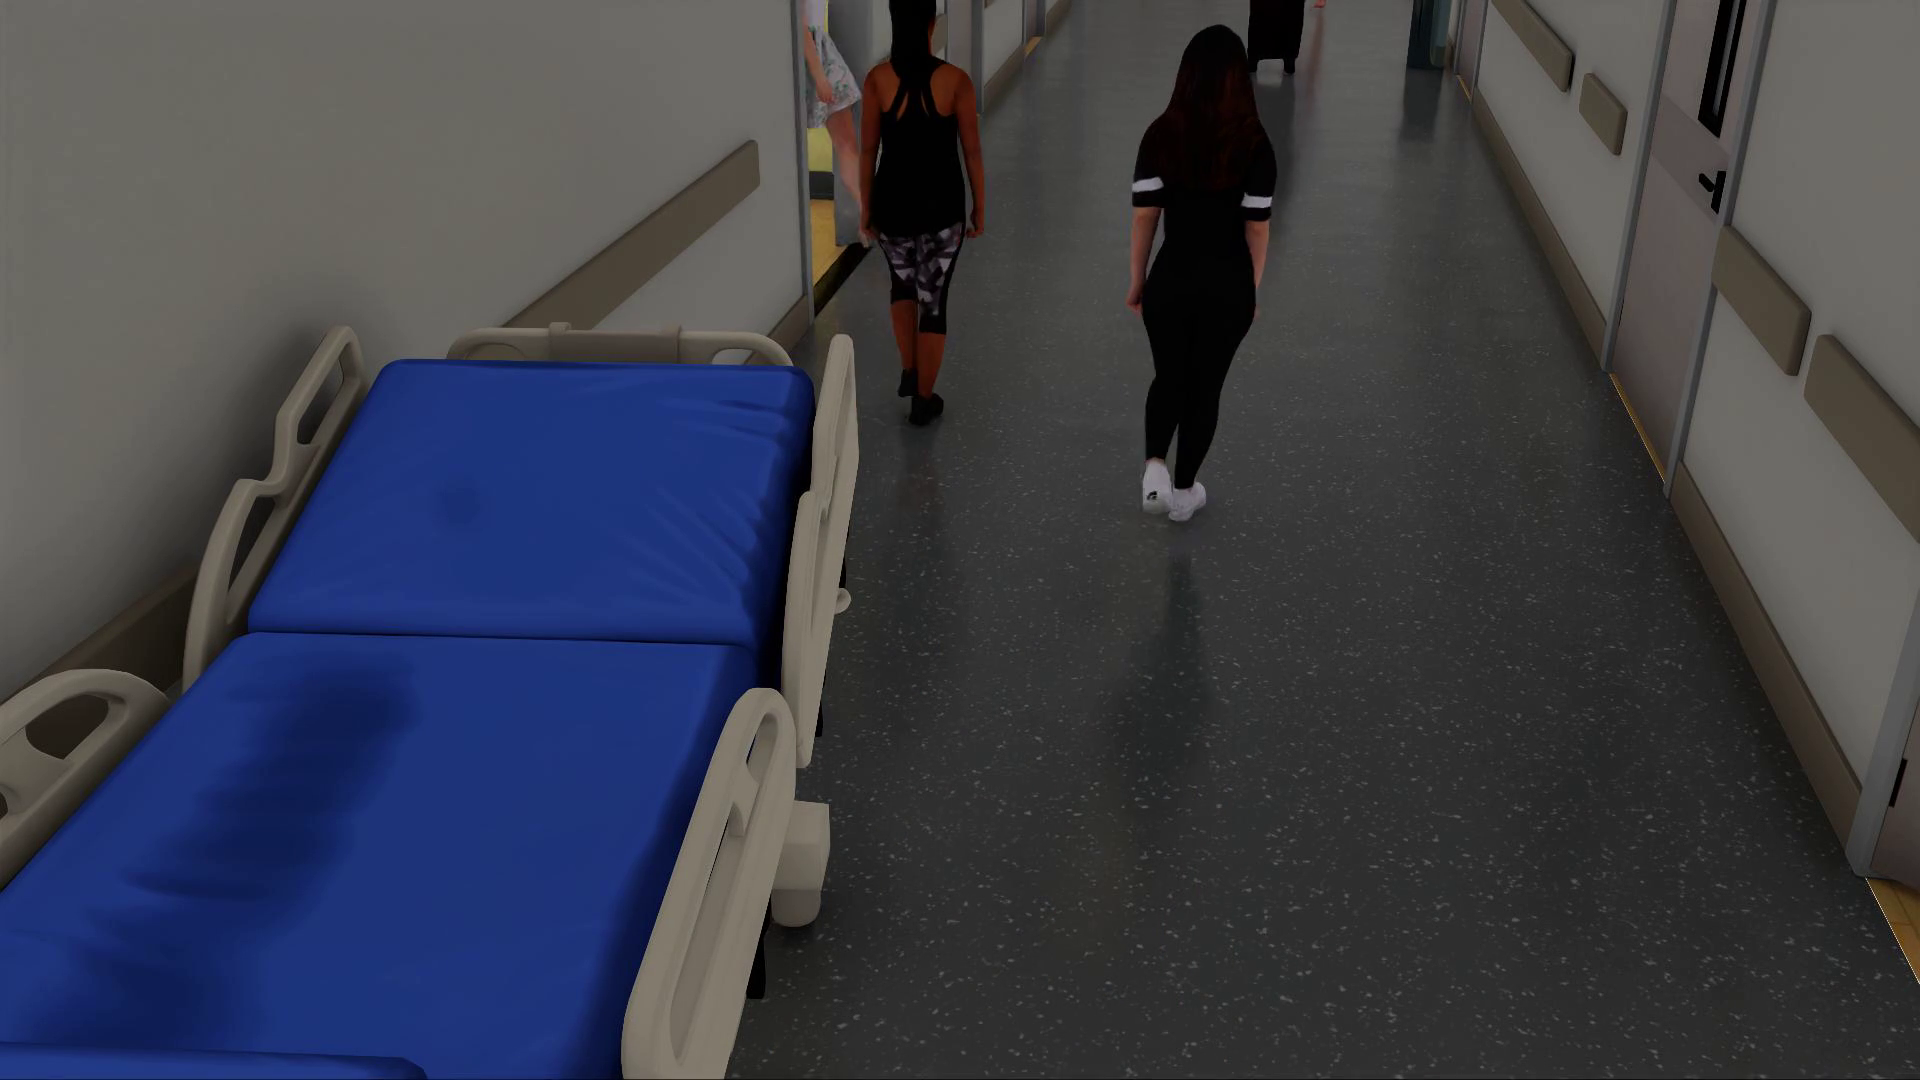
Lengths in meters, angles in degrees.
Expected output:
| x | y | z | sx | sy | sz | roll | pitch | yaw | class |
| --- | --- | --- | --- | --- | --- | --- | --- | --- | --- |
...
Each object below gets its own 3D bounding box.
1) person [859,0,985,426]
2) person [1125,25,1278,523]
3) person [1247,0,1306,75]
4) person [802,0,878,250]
| x | y | z | sx | sy | sz | roll | pitch | yaw | class |
| --- | --- | --- | --- | --- | --- | --- | --- | --- | --- |
| -0.170 | -1.215 | 6.168 | 0.509 | 1.660 | 0.668 | 4 | 26 | 9 | person |
| 0.747 | -0.766 | 5.290 | 0.795 | 1.614 | 0.757 | 10 | 27 | 20 | person |
| 2.509 | -4.548 | 12.969 | 0.535 | 1.757 | 0.713 | 4 | 26 | 8 | person |
| -0.875 | -2.245 | 8.220 | 1.007 | 1.734 | 0.654 | 6 | 26 | 12 | person |
